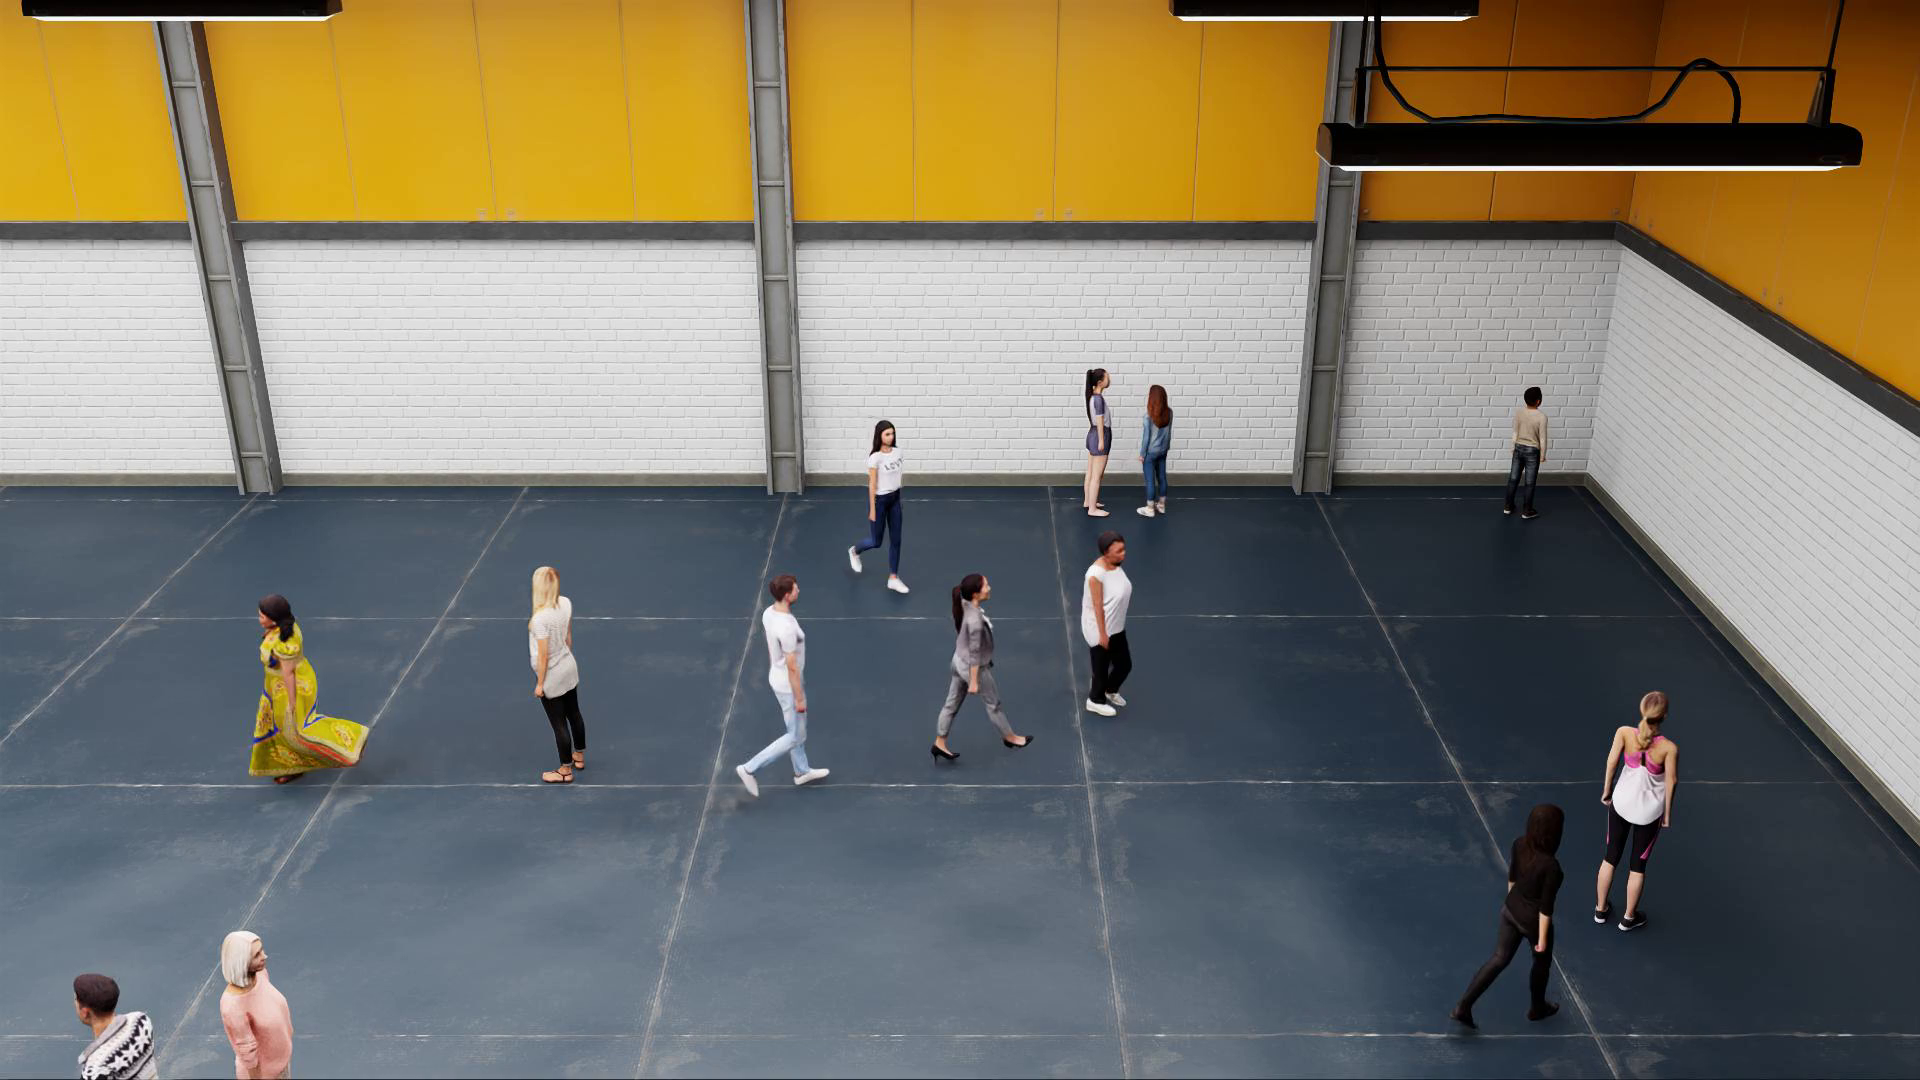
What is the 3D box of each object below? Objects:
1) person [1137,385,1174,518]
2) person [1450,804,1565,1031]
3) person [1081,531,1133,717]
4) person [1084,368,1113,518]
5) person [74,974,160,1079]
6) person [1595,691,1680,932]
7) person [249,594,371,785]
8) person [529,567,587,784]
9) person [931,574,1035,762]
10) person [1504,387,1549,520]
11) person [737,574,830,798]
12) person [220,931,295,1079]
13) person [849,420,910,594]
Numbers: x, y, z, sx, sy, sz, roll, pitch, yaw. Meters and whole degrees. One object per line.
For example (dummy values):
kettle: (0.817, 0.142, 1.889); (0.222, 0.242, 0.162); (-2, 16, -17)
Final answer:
person: (2.127, -0.976, 18.082); (0.611, 1.476, 0.704); (-16, 28, -33)
person: (3.429, 2.366, 10.267); (1.133, 1.612, 0.881); (-11, 26, -23)
person: (1.188, 0.697, 14.007); (0.792, 1.674, 0.768); (14, 27, 29)
person: (1.488, -1.080, 18.103); (0.553, 1.650, 0.622); (-3, 24, -7)
person: (-4.117, 3.034, 8.500); (1.184, 1.803, 0.750); (1, 24, 2)
person: (4.576, 1.830, 11.273); (0.663, 1.787, 0.748); (18, 29, 35)
person: (-5.123, 1.161, 12.992); (1.304, 1.637, 1.109); (-11, 26, -24)
person: (-3.147, 1.044, 13.024); (0.633, 1.827, 0.655); (8, 25, 18)
person: (0.006, 1.062, 13.232); (1.157, 1.625, 0.846); (-7, 25, -16)
person: (6.153, -0.959, 18.056); (0.689, 1.465, 0.631); (-21, 31, -40)
person: (-1.391, 1.146, 12.779); (1.110, 1.835, 0.902); (-10, 25, -21)
person: (-3.783, 2.843, 9.034); (0.565, 1.725, 0.631); (-3, 24, -7)
person: (-0.799, -0.352, 16.307); (1.049, 1.754, 0.976); (21, 31, 39)
